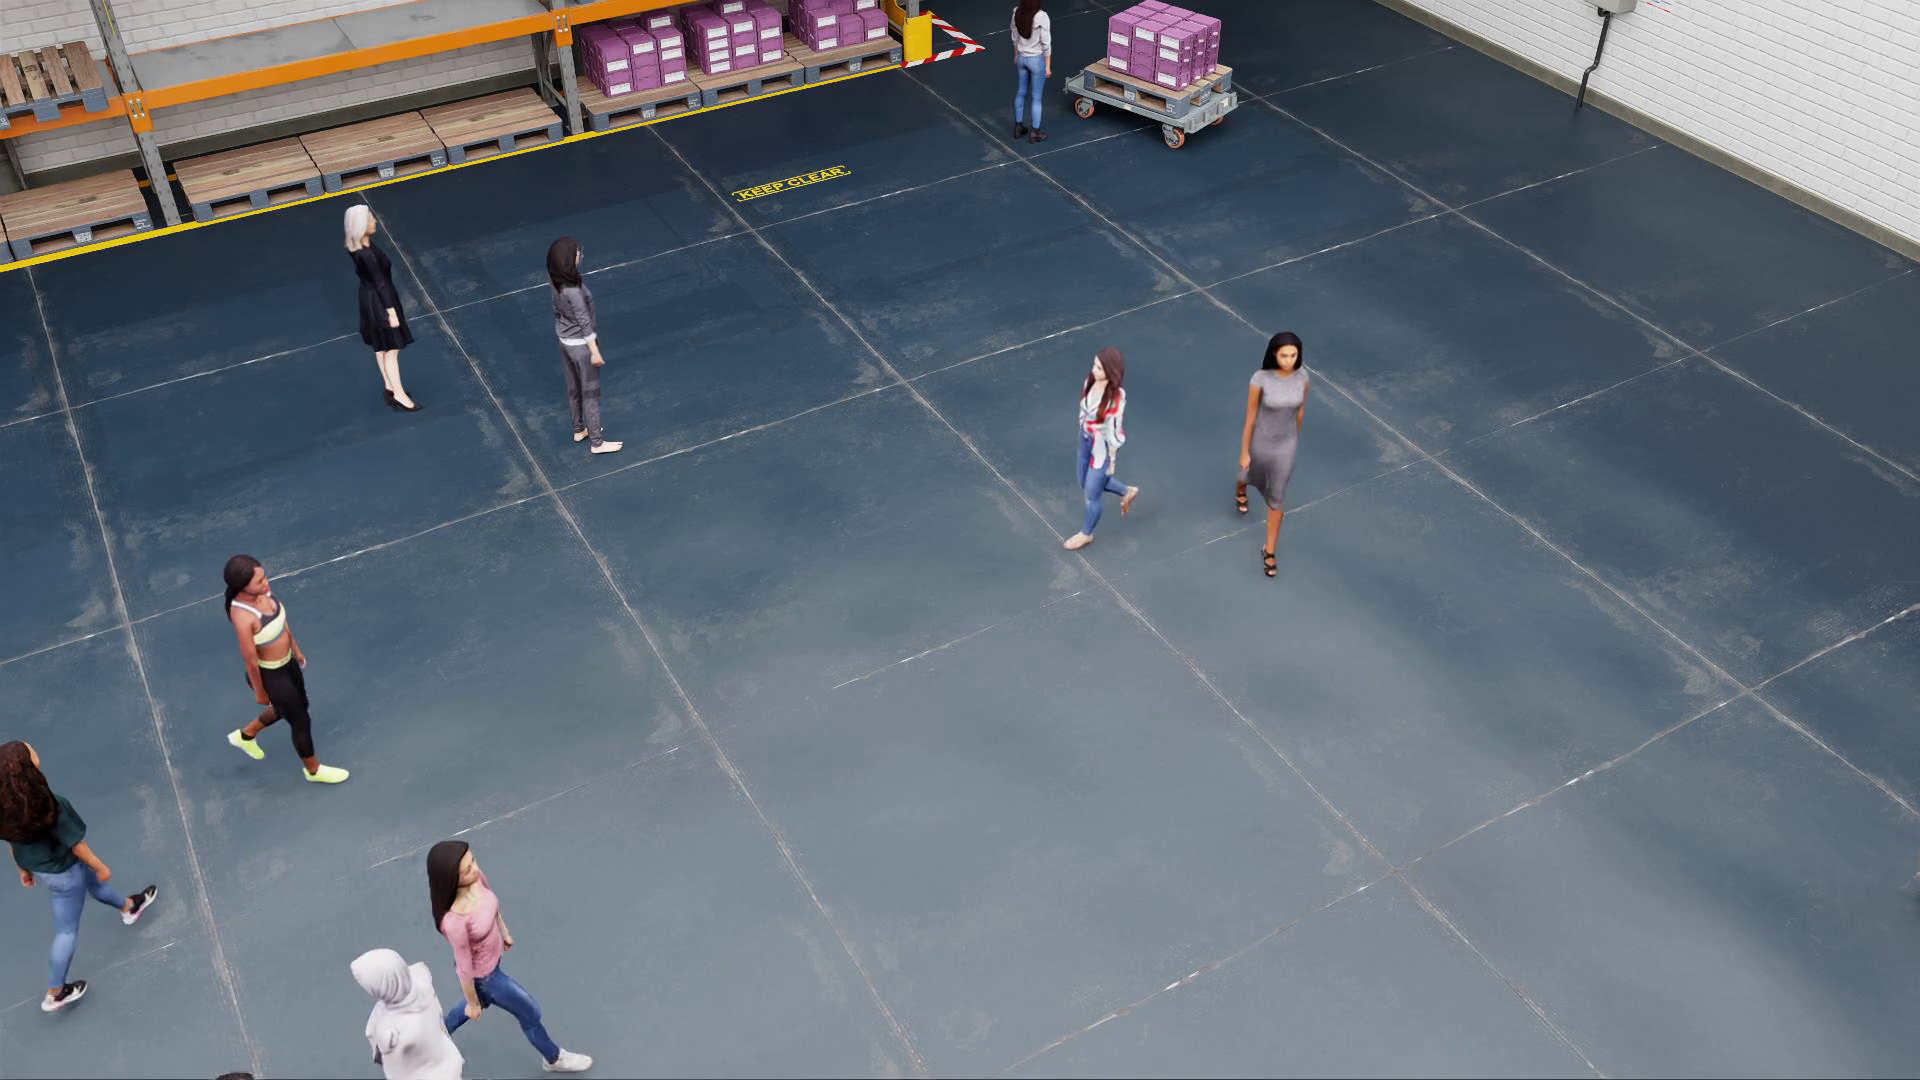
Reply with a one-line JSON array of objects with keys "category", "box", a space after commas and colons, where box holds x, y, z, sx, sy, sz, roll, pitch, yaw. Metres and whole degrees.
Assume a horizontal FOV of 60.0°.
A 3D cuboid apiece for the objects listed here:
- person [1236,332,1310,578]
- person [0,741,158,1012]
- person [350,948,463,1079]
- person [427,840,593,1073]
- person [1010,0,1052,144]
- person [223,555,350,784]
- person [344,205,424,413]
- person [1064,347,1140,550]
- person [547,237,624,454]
[{"category": "person", "box": [2.097, -0.682, 11.466, 1.129, 1.742, 0.971, -4, 39, -5]}, {"category": "person", "box": [-4.700, 1.740, 8.568, 1.063, 1.574, 1.161, 12, 40, 15]}, {"category": "person", "box": [-2.316, 2.448, 7.535, 1.106, 1.756, 1.009, 4, 39, 5]}, {"category": "person", "box": [-2.384, 2.059, 8.062, 1.180, 1.706, 0.938, -1, 39, -2]}, {"category": "person", "box": [0.712, -4.812, 16.724, 0.670, 1.634, 0.634, 27, 46, 30]}, {"category": "person", "box": [-4.067, 0.769, 9.654, 0.996, 1.736, 0.828, -1, 39, -1]}, {"category": "person", "box": [-4.474, -1.790, 12.850, 0.582, 1.746, 0.615, -24, 44, -27]}, {"category": "person", "box": [1.029, -0.654, 11.545, 0.849, 1.600, 0.592, -20, 43, -23]}, {"category": "person", "box": [-2.855, -1.451, 12.411, 0.570, 1.765, 0.630, -28, 46, -30]}]
